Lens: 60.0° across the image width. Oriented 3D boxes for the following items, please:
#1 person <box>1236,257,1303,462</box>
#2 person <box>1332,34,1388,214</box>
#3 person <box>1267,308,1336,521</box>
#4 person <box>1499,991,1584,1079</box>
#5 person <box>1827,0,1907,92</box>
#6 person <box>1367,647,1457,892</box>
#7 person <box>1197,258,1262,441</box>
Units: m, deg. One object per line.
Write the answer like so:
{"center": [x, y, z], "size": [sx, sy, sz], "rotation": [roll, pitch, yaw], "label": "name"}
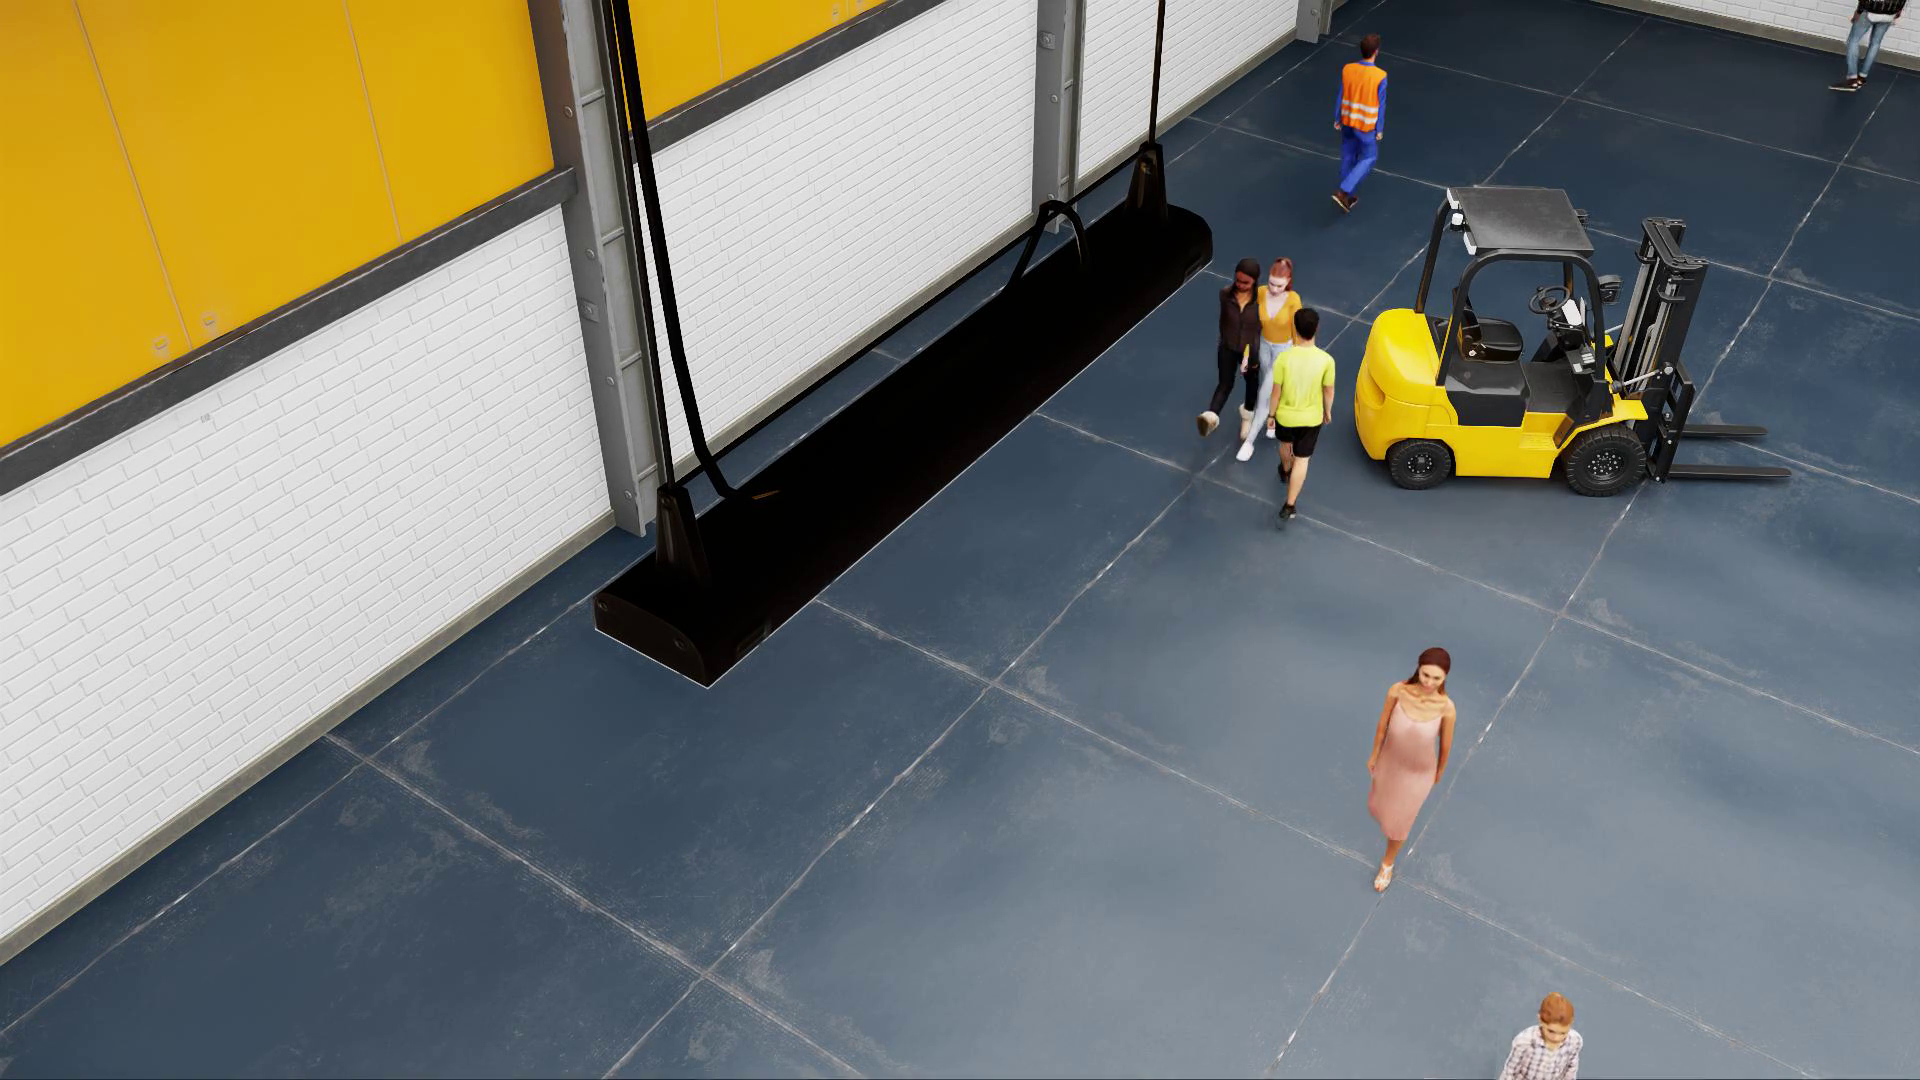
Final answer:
{"center": [2.574, -1.550, 13.458], "size": [0.592, 1.715, 1.021], "rotation": [22, 44, 25], "label": "person"}
{"center": [3.932, -4.086, 16.521], "size": [0.743, 1.856, 0.880], "rotation": [29, 47, 31], "label": "person"}
{"center": [2.591, -0.914, 12.702], "size": [0.894, 1.664, 1.176], "rotation": [11, 40, 13], "label": "person"}
{"center": [2.914, 2.696, 8.473], "size": [0.634, 1.302, 0.664], "rotation": [2, 39, 3], "label": "person"}
{"center": [10.508, -6.026, 18.990], "size": [0.964, 1.807, 0.991], "rotation": [4, 39, 5], "label": "person"}
{"center": [2.657, 1.288, 9.822], "size": [0.611, 1.818, 0.864], "rotation": [20, 43, 23], "label": "person"}
{"center": [2.244, -1.455, 13.395], "size": [0.680, 1.645, 0.984], "rotation": [17, 42, 20], "label": "person"}
